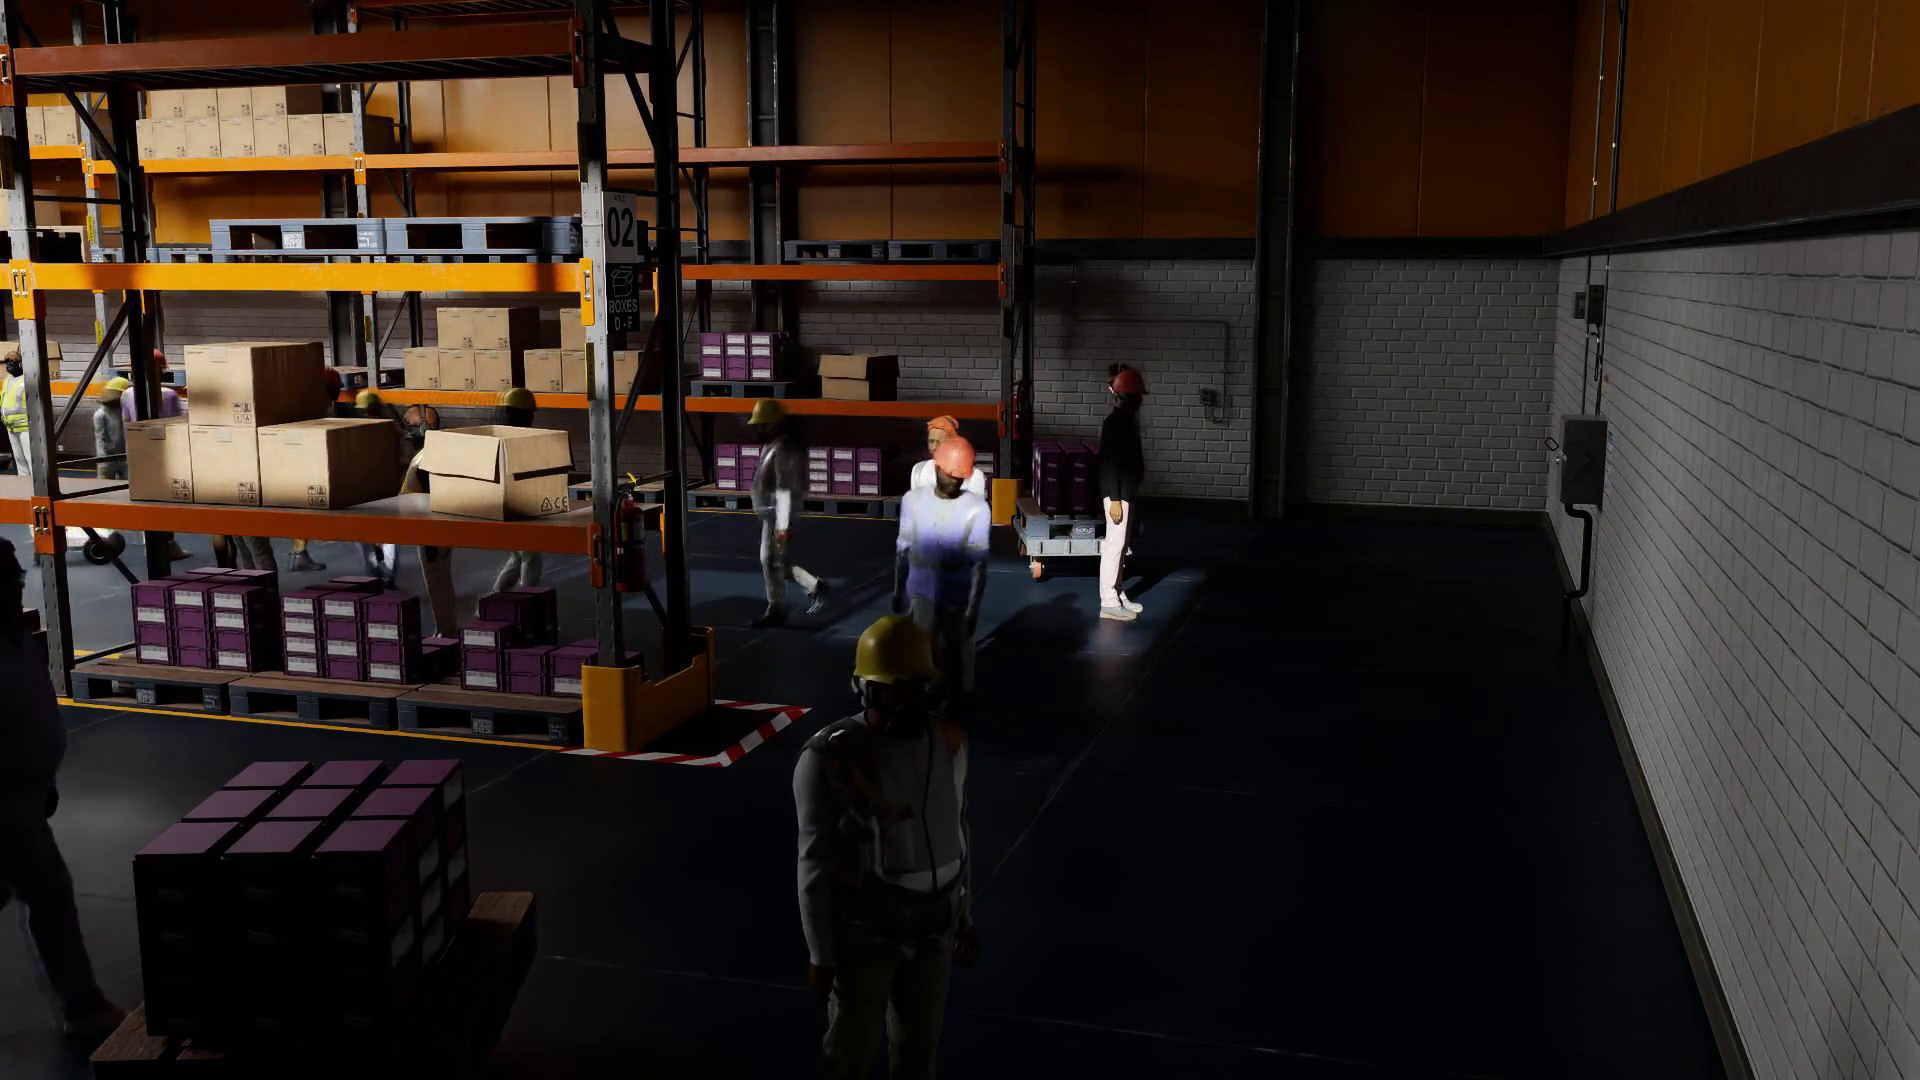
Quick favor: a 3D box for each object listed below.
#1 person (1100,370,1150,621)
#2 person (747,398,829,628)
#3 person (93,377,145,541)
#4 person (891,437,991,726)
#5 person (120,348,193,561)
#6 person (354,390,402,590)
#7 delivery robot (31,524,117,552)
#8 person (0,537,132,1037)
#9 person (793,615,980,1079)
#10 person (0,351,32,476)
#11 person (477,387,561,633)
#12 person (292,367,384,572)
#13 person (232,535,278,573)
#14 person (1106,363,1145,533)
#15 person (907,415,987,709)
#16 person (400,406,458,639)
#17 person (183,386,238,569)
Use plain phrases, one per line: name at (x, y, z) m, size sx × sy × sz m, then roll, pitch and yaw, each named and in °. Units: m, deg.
person at (1.312, -0.364, 13.339) m, size 0.398 × 1.990 × 0.622 m, roll 3°, pitch 10°, yaw 17°
person at (-1.353, -0.204, 12.924) m, size 0.562 × 1.810 × 0.594 m, roll -2°, pitch 9°, yaw -10°
person at (-8.360, -0.766, 16.634) m, size 0.851 × 1.704 × 0.512 m, roll 5°, pitch 11°, yaw 28°
person at (-0.126, 0.324, 9.548) m, size 0.613 × 1.858 × 0.978 m, roll 1°, pitch 9°, yaw 9°
person at (-7.684, -0.814, 15.930) m, size 0.610 × 2.045 × 0.382 m, roll 3°, pitch 10°, yaw 16°
person at (-5.083, -0.423, 14.441) m, size 0.541 × 1.757 × 0.362 m, roll -9°, pitch 13°, yaw -44°
delivery robot at (-8.396, -0.096, 15.793) m, size 0.707 × 0.478 × 0.477 m, roll -2°, pitch 10°, yaw -15°
person at (-3.492, 0.903, 6.002) m, size 0.951 × 1.866 × 0.653 m, roll -1°, pitch 9°, yaw -9°
person at (-0.187, 1.115, 4.806) m, size 0.588 × 1.835 × 0.403 m, roll -7°, pitch 12°, yaw -36°
person at (-11.059, -1.314, 19.637) m, size 0.624 × 1.837 × 0.428 m, roll 6°, pitch 11°, yaw 31°
person at (-3.417, -0.223, 12.778) m, size 0.654 × 1.896 × 0.596 m, roll -3°, pitch 10°, yaw -15°
person at (-5.818, -0.661, 15.476) m, size 0.955 × 1.884 × 0.543 m, roll -7°, pitch 12°, yaw -36°
person at (-5.655, -0.310, 13.178) m, size 0.632 × 1.940 × 0.372 m, roll 9°, pitch 13°, yaw 43°
person at (1.599, -0.852, 16.747) m, size 0.392 × 1.852 × 0.547 m, roll 1°, pitch 9°, yaw 6°
person at (-0.089, 0.140, 10.636) m, size 0.581 × 1.877 × 0.350 m, roll 7°, pitch 12°, yaw 36°
person at (-3.788, -0.046, 11.907) m, size 0.430 × 1.836 × 0.619 m, roll -2°, pitch 10°, yaw -14°
person at (-6.533, -0.527, 14.504) m, size 0.358 × 1.937 × 0.548 m, roll -1°, pitch 9°, yaw -5°
